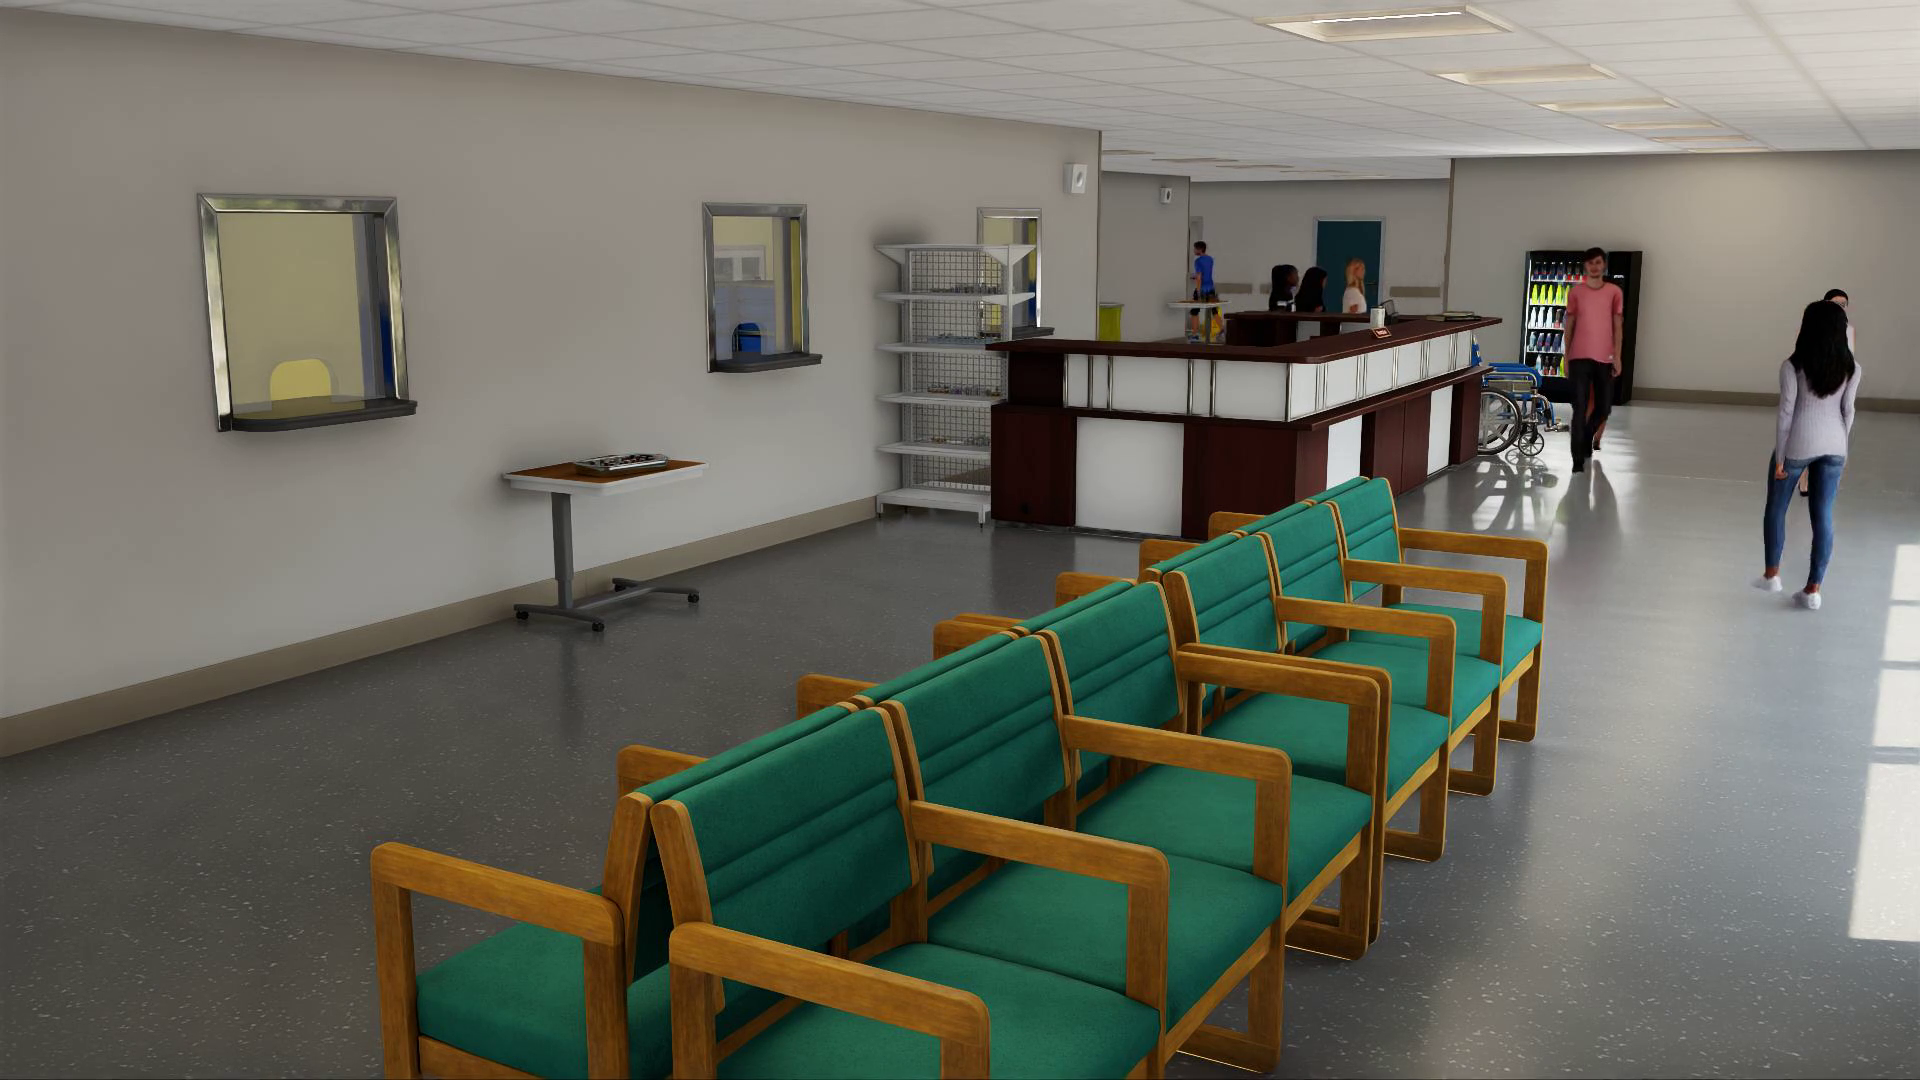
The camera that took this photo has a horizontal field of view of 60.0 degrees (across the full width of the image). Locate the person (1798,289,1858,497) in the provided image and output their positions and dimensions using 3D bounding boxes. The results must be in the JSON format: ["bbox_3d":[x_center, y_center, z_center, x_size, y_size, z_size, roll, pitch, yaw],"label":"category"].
[{"bbox_3d":[6.914,-1.171,13.267,0.606,1.649,0.696,-1,11,-4],"label":"person"}]

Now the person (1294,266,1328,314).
[{"bbox_3d":[3.492,-1.926,17.068,0.882,1.715,0.932,-7,13,-32],"label":"person"}]

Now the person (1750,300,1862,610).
[{"bbox_3d":[4.828,-0.461,9.335,0.801,1.720,0.818,2,11,8],"label":"person"}]

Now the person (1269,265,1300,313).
[{"bbox_3d":[3.396,-2.101,18.052,1.225,1.692,0.842,3,11,15],"label":"person"}]

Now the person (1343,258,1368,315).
[{"bbox_3d":[3.974,-1.984,17.187,1.150,1.785,0.745,3,11,18],"label":"person"}]

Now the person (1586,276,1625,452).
[{"bbox_3d":[6.082,-1.659,15.907,1.108,1.623,0.699,5,12,24],"label":"person"}]

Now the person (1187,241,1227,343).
[{"bbox_3d":[4.532,-4.473,30.239,1.008,1.808,1.321,-7,13,-32],"label":"person"}]

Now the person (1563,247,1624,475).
[{"bbox_3d":[5.518,-1.557,14.523,1.055,1.939,0.897,3,11,14],"label":"person"}]
